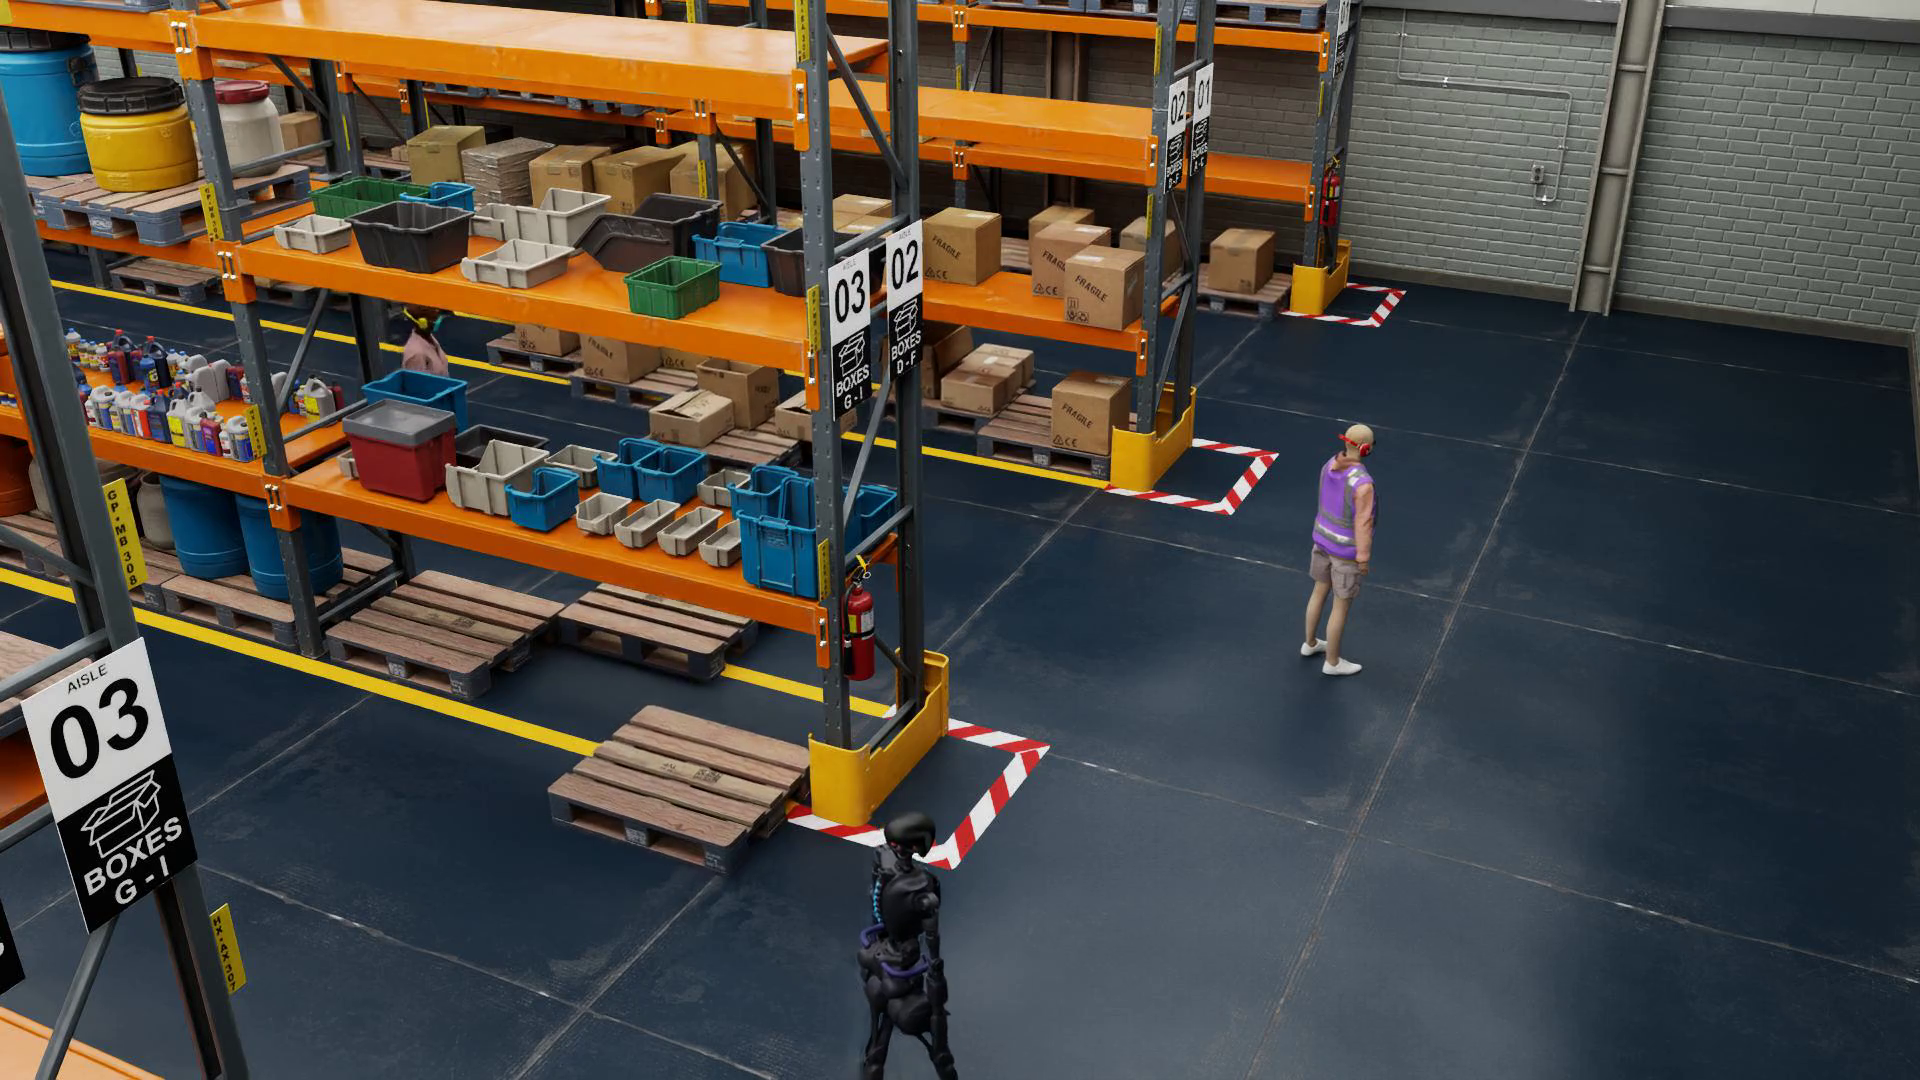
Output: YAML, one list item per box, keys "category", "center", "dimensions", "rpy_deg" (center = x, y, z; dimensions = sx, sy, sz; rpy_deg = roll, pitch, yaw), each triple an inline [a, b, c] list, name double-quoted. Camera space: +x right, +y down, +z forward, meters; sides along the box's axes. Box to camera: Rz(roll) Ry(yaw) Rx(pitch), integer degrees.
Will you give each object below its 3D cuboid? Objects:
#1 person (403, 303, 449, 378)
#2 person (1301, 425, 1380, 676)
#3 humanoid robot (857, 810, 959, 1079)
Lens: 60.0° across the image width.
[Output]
- category: "person"
  center: [-4.069, -0.965, 12.550]
  dimensions: [0.557, 1.782, 0.561]
  rpy_deg: [-1, 26, -1]
- category: "person"
  center: [2.427, 0.058, 10.588]
  dimensions: [0.349, 1.688, 0.489]
  rpy_deg: [-11, 28, -21]
- category: "humanoid robot"
  center: [-0.197, 1.823, 7.046]
  dimensions: [0.697, 1.637, 0.583]
  rpy_deg: [-15, 30, -28]
